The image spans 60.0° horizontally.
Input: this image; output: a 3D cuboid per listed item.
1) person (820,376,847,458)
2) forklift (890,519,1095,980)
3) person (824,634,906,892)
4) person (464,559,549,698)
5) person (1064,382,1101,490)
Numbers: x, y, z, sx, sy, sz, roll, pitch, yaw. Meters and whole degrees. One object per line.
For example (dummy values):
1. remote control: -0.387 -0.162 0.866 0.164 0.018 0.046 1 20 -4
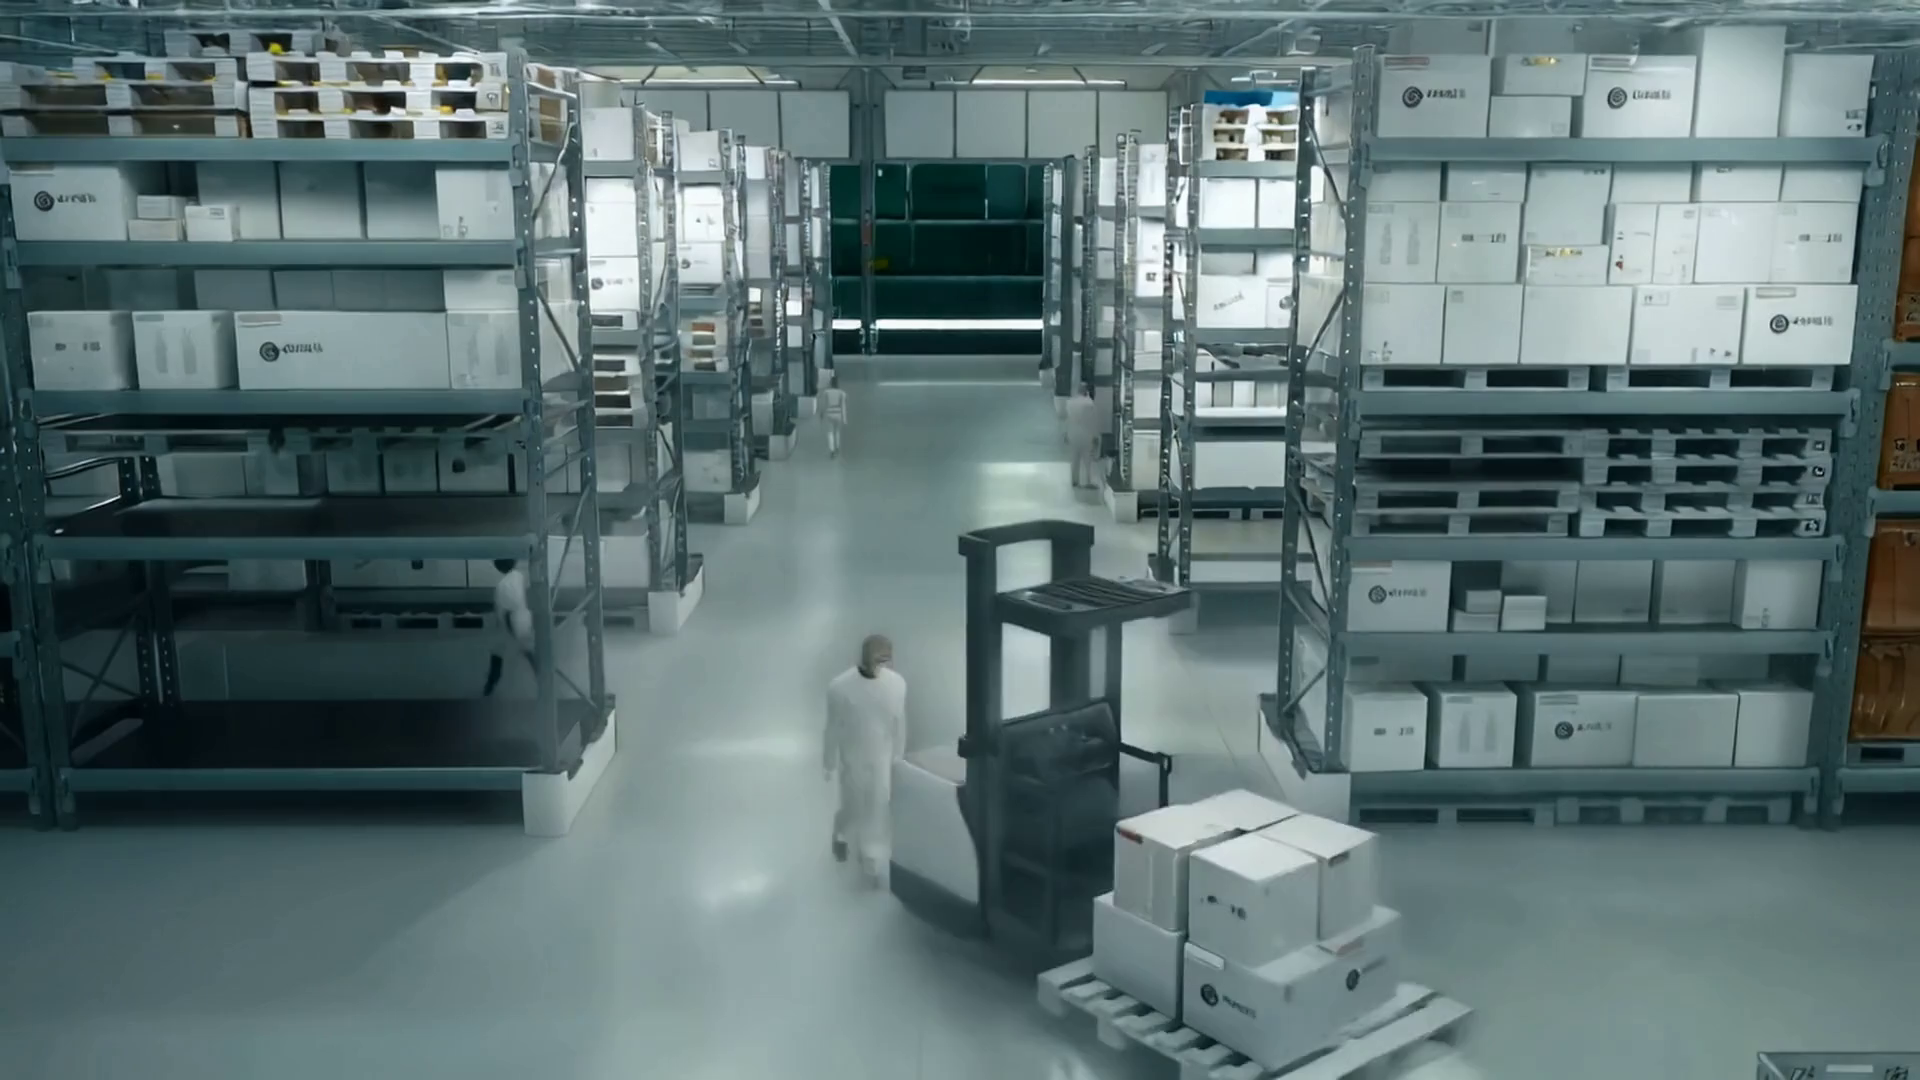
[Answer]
1. person: -2.494 -2.432 32.924 0.514 1.608 0.817 -1 11 -7
2. forklift: 0.443 1.286 11.324 1.129 2.768 1.873 -9 14 -37
3. person: -0.715 1.595 12.230 0.667 1.903 0.597 -5 12 -24
4. person: -4.478 0.856 16.495 0.884 1.645 0.538 1 12 7
5. person: 2.189 -1.830 29.319 0.814 1.875 0.445 9 15 39
